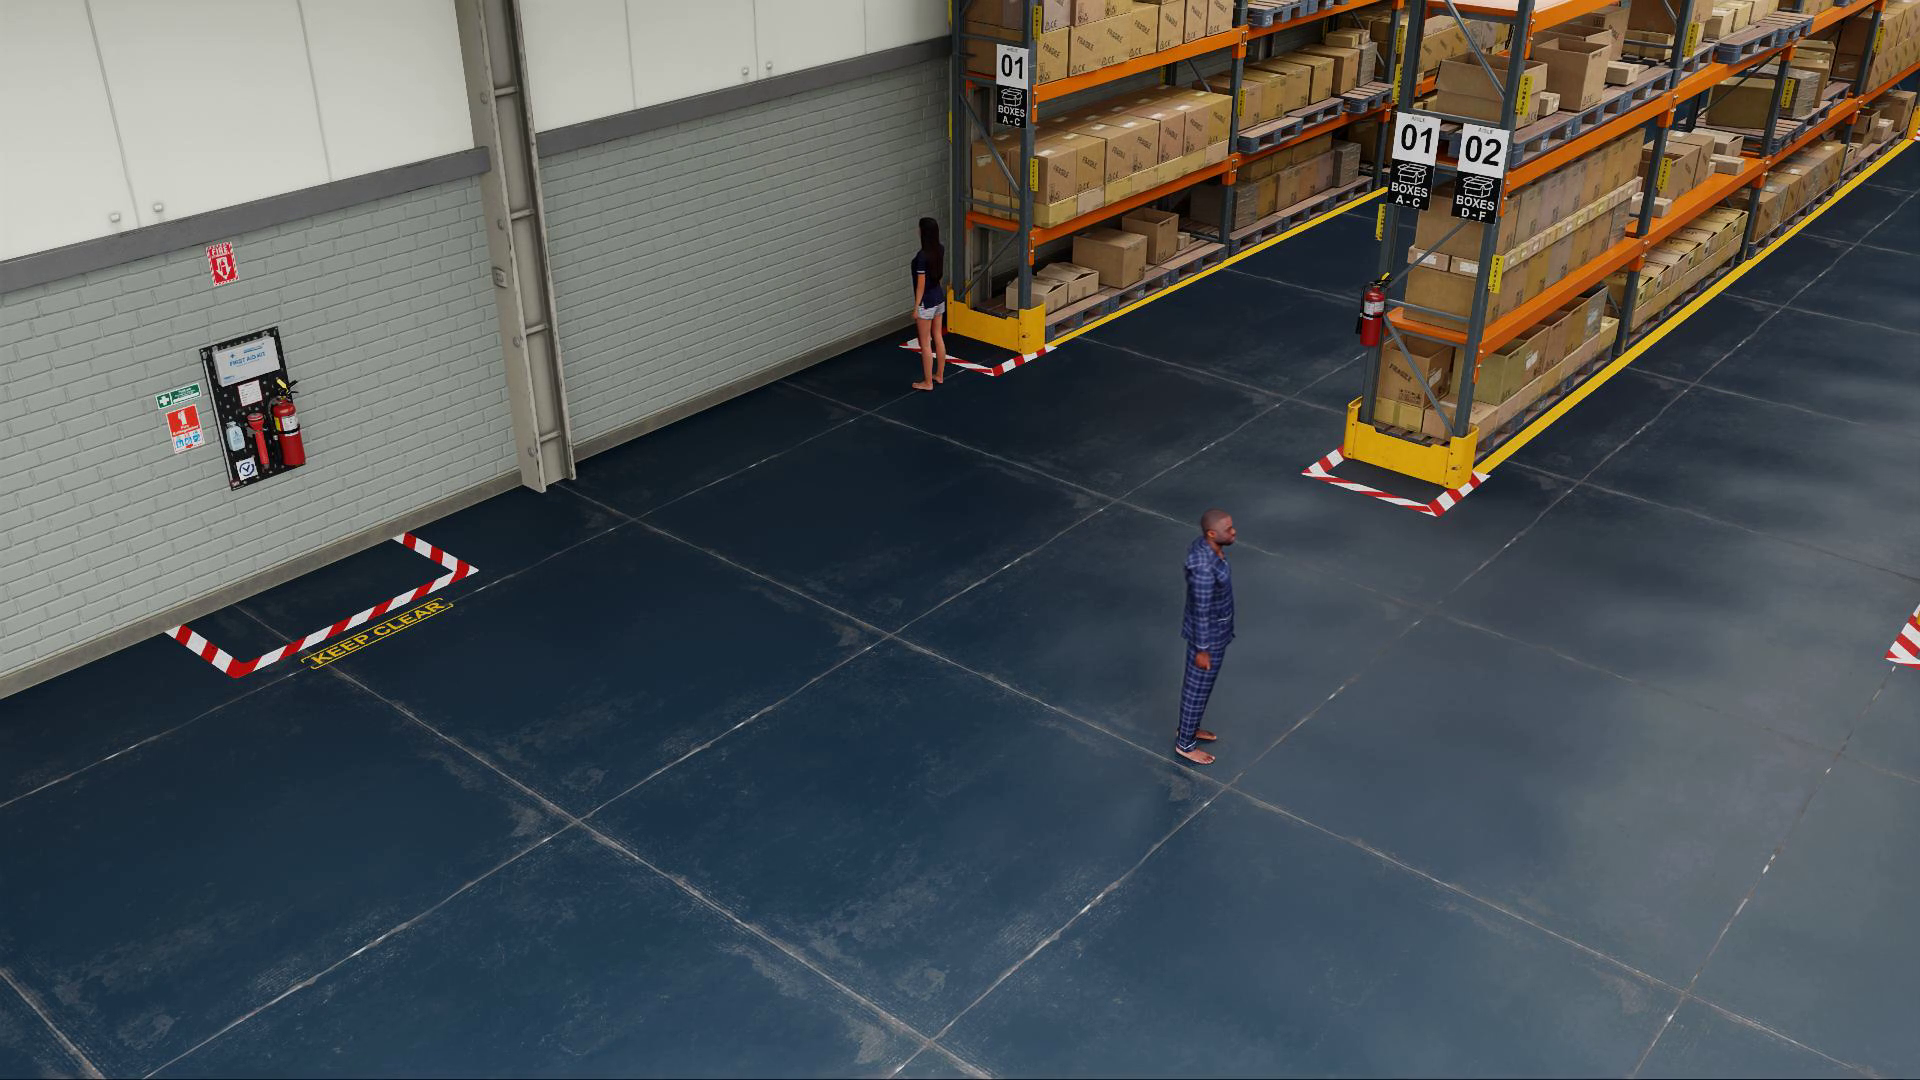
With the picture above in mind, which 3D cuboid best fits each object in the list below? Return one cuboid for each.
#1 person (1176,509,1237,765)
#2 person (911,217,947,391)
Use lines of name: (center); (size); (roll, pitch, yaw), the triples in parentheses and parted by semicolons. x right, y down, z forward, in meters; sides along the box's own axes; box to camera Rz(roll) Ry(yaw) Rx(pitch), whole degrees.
person: (1.621, 0.603, 11.001); (0.835, 1.823, 0.715); (5, 28, 10)
person: (-0.306, -2.366, 16.635); (0.652, 1.766, 0.471); (19, 33, 31)
